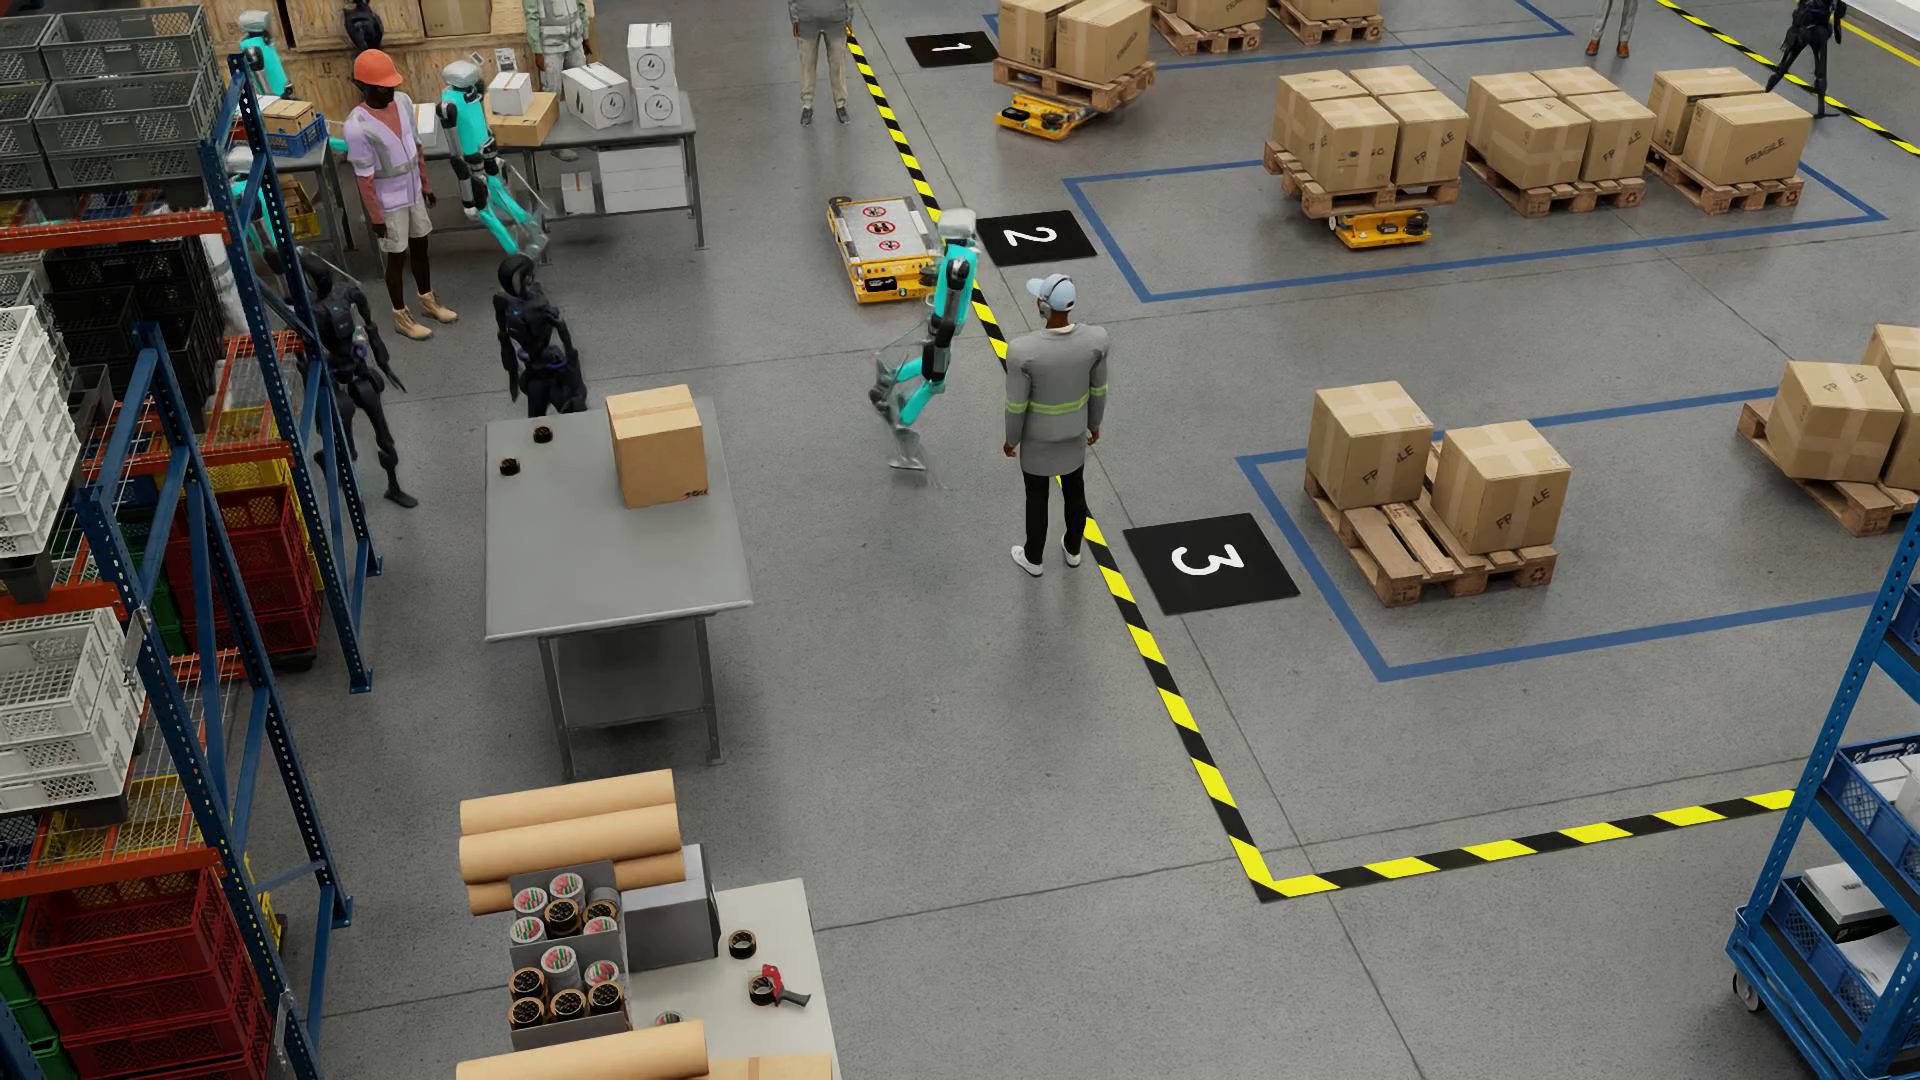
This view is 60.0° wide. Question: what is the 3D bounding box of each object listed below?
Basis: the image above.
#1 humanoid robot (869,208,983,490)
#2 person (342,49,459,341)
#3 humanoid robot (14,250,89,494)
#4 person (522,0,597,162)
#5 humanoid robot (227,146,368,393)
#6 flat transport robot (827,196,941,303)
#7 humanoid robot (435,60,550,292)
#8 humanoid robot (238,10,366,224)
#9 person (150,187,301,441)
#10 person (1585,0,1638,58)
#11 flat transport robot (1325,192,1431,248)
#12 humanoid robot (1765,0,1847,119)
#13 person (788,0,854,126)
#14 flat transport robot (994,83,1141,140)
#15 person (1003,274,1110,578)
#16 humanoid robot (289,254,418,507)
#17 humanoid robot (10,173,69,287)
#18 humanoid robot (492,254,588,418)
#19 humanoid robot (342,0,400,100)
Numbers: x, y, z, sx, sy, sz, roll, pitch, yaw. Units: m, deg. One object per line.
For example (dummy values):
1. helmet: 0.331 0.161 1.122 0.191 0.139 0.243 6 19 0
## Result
1. humanoid robot: -0.272 -1.095 9.816 0.798 1.800 0.560 3 37 4
2. person: -3.762 -2.311 11.189 0.403 2.035 0.598 14 39 18
3. humanoid robot: -5.223 -1.025 9.748 0.611 1.642 0.378 -24 43 -28
4. person: -3.273 -4.090 13.654 0.412 1.939 0.602 25 44 30
5. humanoid robot: -4.074 -1.667 10.546 0.737 1.778 0.530 -11 38 -15
6. flat transport robot: -0.570 -2.220 12.538 0.659 0.231 1.431 -8 37 -10
7. humanoid robot: -3.173 -2.414 11.617 0.649 1.854 0.546 7 37 10
8. humanoid robot: -4.819 -3.141 12.592 1.041 1.773 0.537 -7 37 -10
9. person: -4.585 -1.481 10.204 0.374 1.863 0.618 24 43 29
10. person: 6.287 -5.476 15.561 0.587 1.884 0.361 10 38 13
11. flat transport robot: 3.134 -2.740 13.213 0.652 0.197 1.431 -8 37 -10
12. humanoid robot: 7.421 -4.448 14.379 0.611 1.622 0.762 -15 39 -19
13. person: -1.186 -4.449 14.280 0.563 1.763 0.403 -4 37 -6
14. flat transport robot: 0.986 -3.965 14.859 0.652 0.197 1.431 24 43 29
15. person: 0.508 -0.617 9.056 0.591 1.852 0.362 -12 38 -15
16. humanoid robot: -3.581 -0.938 9.656 0.643 1.634 0.589 22 42 27
17. humanoid robot: -5.997 -1.847 10.791 0.969 1.732 0.545 -4 37 -6
18. humanoid robot: -2.394 -0.910 9.618 0.595 1.641 0.684 18 40 23
19. humanoid robot: -4.749 -3.706 13.361 0.518 1.644 0.585 -7 37 -9
